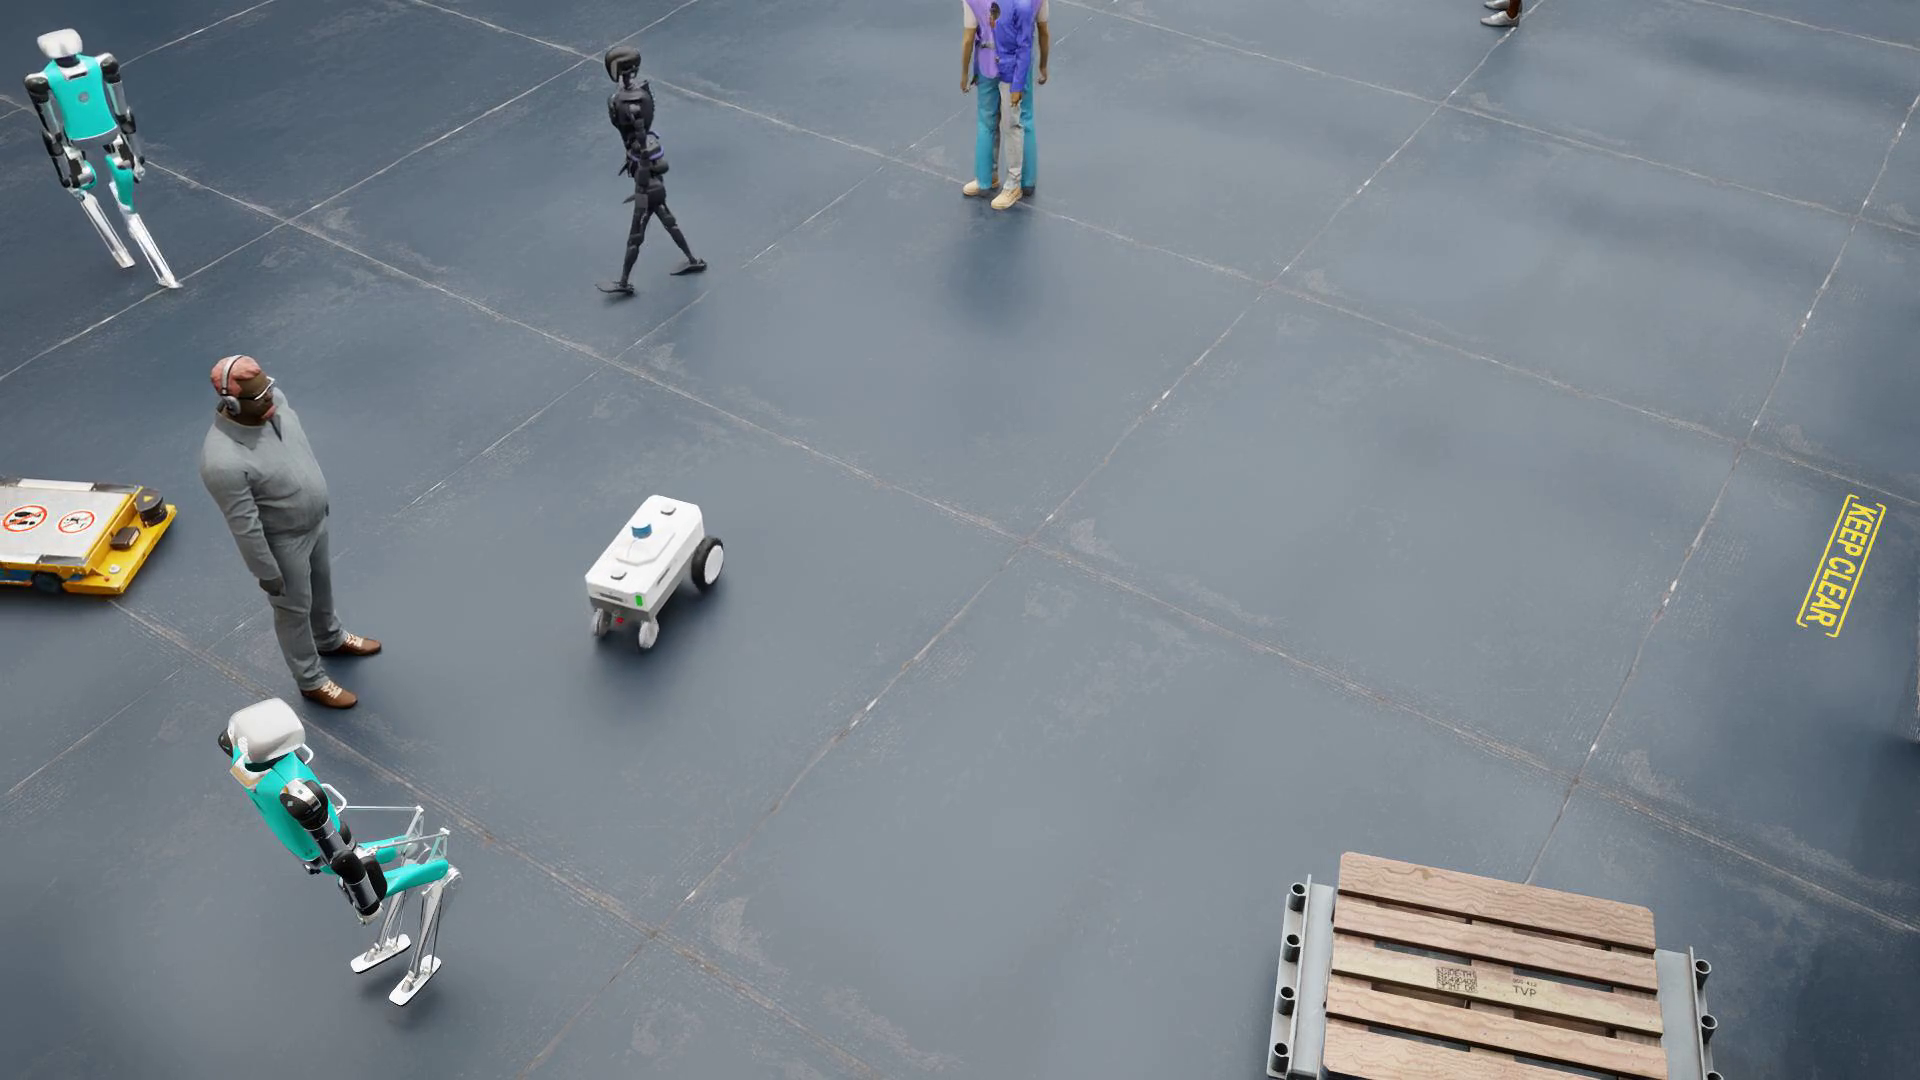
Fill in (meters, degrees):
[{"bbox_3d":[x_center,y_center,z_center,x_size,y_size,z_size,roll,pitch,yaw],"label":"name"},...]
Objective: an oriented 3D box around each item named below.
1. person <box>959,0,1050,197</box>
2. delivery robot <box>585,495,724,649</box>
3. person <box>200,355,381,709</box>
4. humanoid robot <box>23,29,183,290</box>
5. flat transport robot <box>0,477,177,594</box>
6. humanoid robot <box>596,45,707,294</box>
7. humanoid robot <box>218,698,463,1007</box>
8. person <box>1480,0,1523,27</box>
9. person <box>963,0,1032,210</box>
[{"bbox_3d":[0.305,-3.150,11.135,0.614,1.827,0.418,-5,42,-6],"label":"person"},{"bbox_3d":[-1.580,0.112,8.416,0.499,0.563,0.738,14,44,15],"label":"delivery robot"},{"bbox_3d":[-3.052,-0.050,7.608,0.404,1.906,0.646,3,42,3],"label":"person"},{"bbox_3d":[-5.383,-2.370,10.342,0.543,1.769,0.910,-31,50,-30],"label":"humanoid robot"},{"bbox_3d":[-4.999,-0.031,8.814,1.431,0.231,0.659,4,42,4],"label":"flat transport robot"},{"bbox_3d":[-2.006,-2.295,10.311,0.744,1.627,0.600,-12,43,-13],"label":"humanoid robot"},{"bbox_3d":[-2.236,1.114,6.330,0.533,1.677,0.735,30,50,30],"label":"humanoid robot"},{"bbox_3d":[4.508,-5.051,13.189,0.454,1.931,0.554,14,44,15],"label":"person"},{"bbox_3d":[0.261,-3.109,11.058,0.341,1.873,0.461,-33,51,-31],"label":"person"}]
